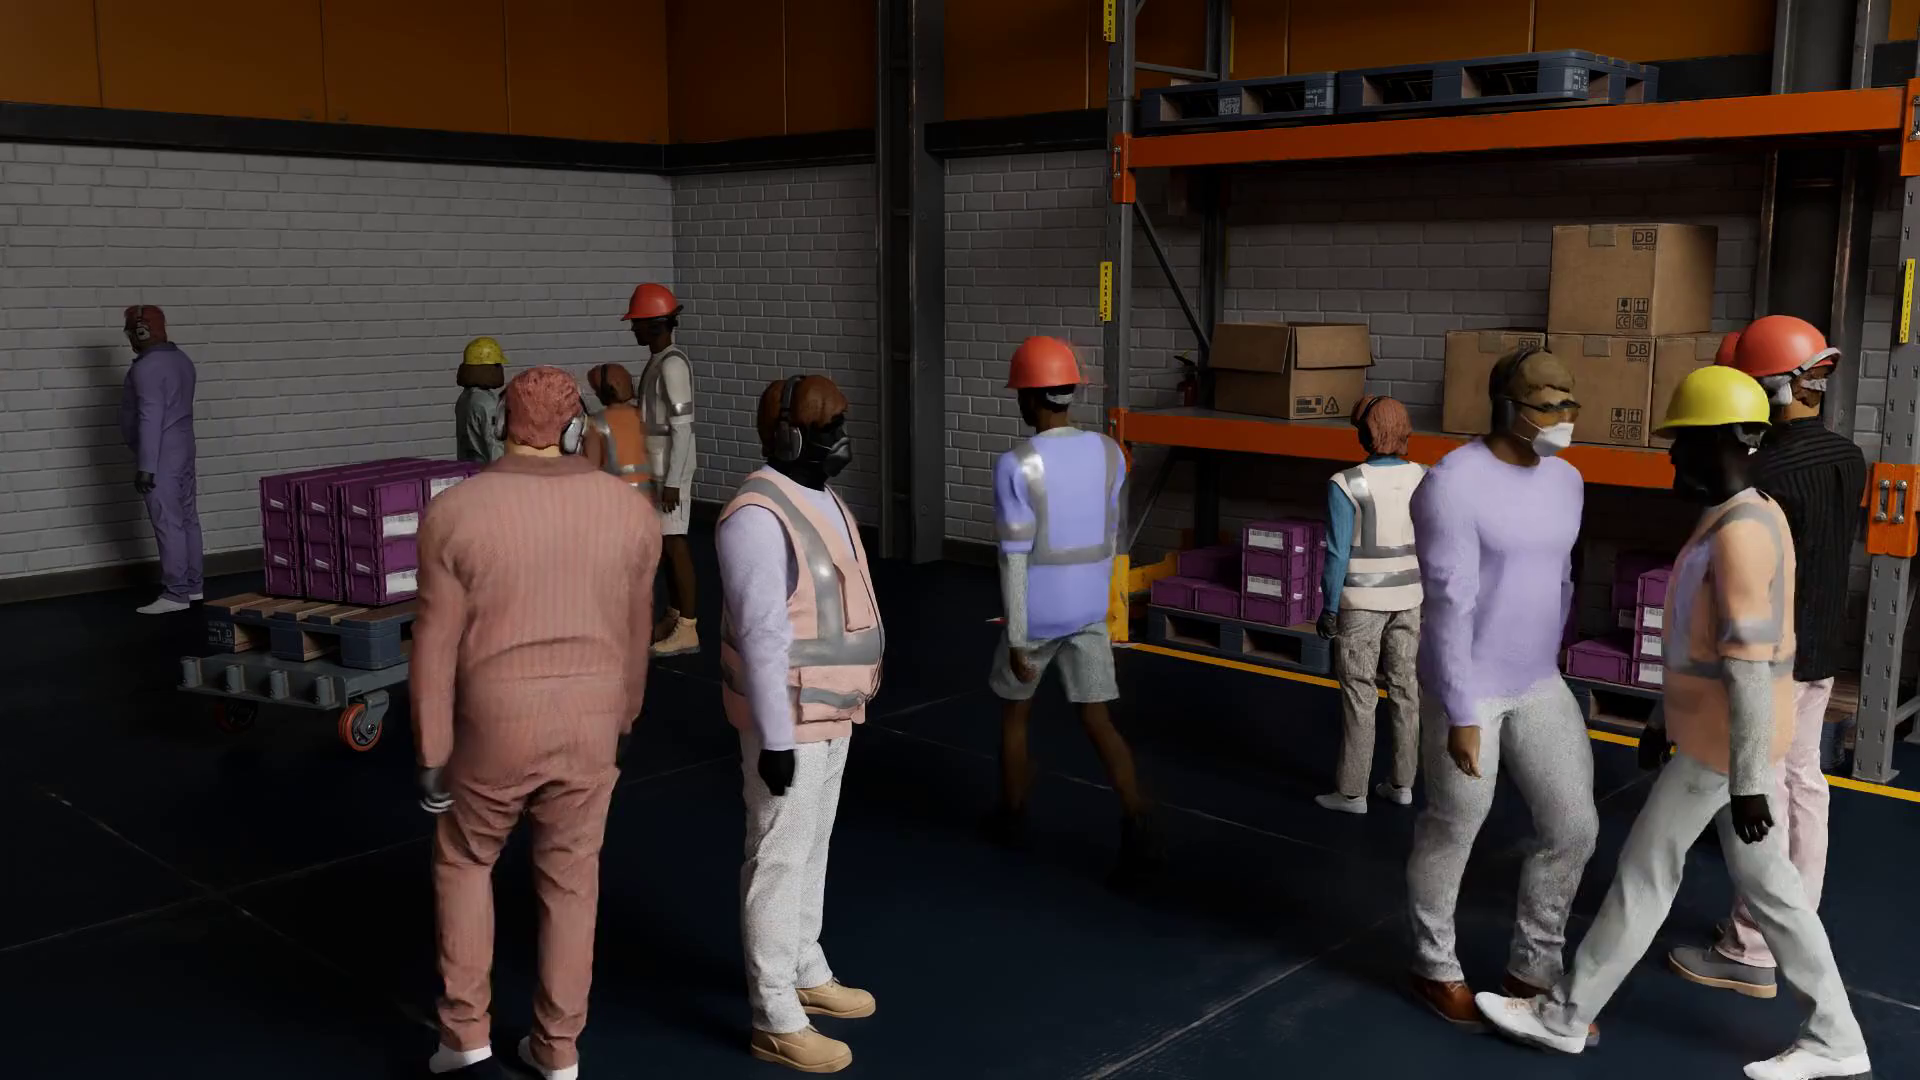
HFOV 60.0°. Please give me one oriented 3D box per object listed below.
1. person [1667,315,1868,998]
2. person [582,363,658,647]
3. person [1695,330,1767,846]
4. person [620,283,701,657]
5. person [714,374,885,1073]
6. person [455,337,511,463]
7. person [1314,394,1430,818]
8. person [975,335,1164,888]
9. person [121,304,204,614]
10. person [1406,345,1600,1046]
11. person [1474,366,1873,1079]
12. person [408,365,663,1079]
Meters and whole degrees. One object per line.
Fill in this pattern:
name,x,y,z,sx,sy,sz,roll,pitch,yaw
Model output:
person,2.379,0.341,4.888,0.608,1.986,0.389,-8,12,-39
person,-1.776,-0.157,9.079,0.551,1.620,0.512,-8,12,-41
person,2.863,0.204,5.986,0.597,1.899,0.549,-6,11,-32
person,-1.646,-0.381,9.145,0.381,2.040,0.616,-3,10,-18
person,-0.417,0.476,4.501,0.430,1.845,0.619,2,9,11
person,-2.644,-0.264,9.341,0.295,1.743,0.493,-7,12,-38
person,1.615,0.259,6.451,0.514,1.641,0.307,-4,10,-25
person,0.374,0.244,5.771,0.549,1.904,0.934,-5,10,-28
person,-4.950,-0.497,10.282,0.403,1.906,0.638,-1,9,-4
person,1.495,0.440,4.482,0.639,1.911,0.677,-4,10,-26
person,1.946,0.491,4.338,0.980,1.869,0.609,5,10,27
person,-1.098,0.494,4.325,0.668,1.876,0.445,-5,11,-29
